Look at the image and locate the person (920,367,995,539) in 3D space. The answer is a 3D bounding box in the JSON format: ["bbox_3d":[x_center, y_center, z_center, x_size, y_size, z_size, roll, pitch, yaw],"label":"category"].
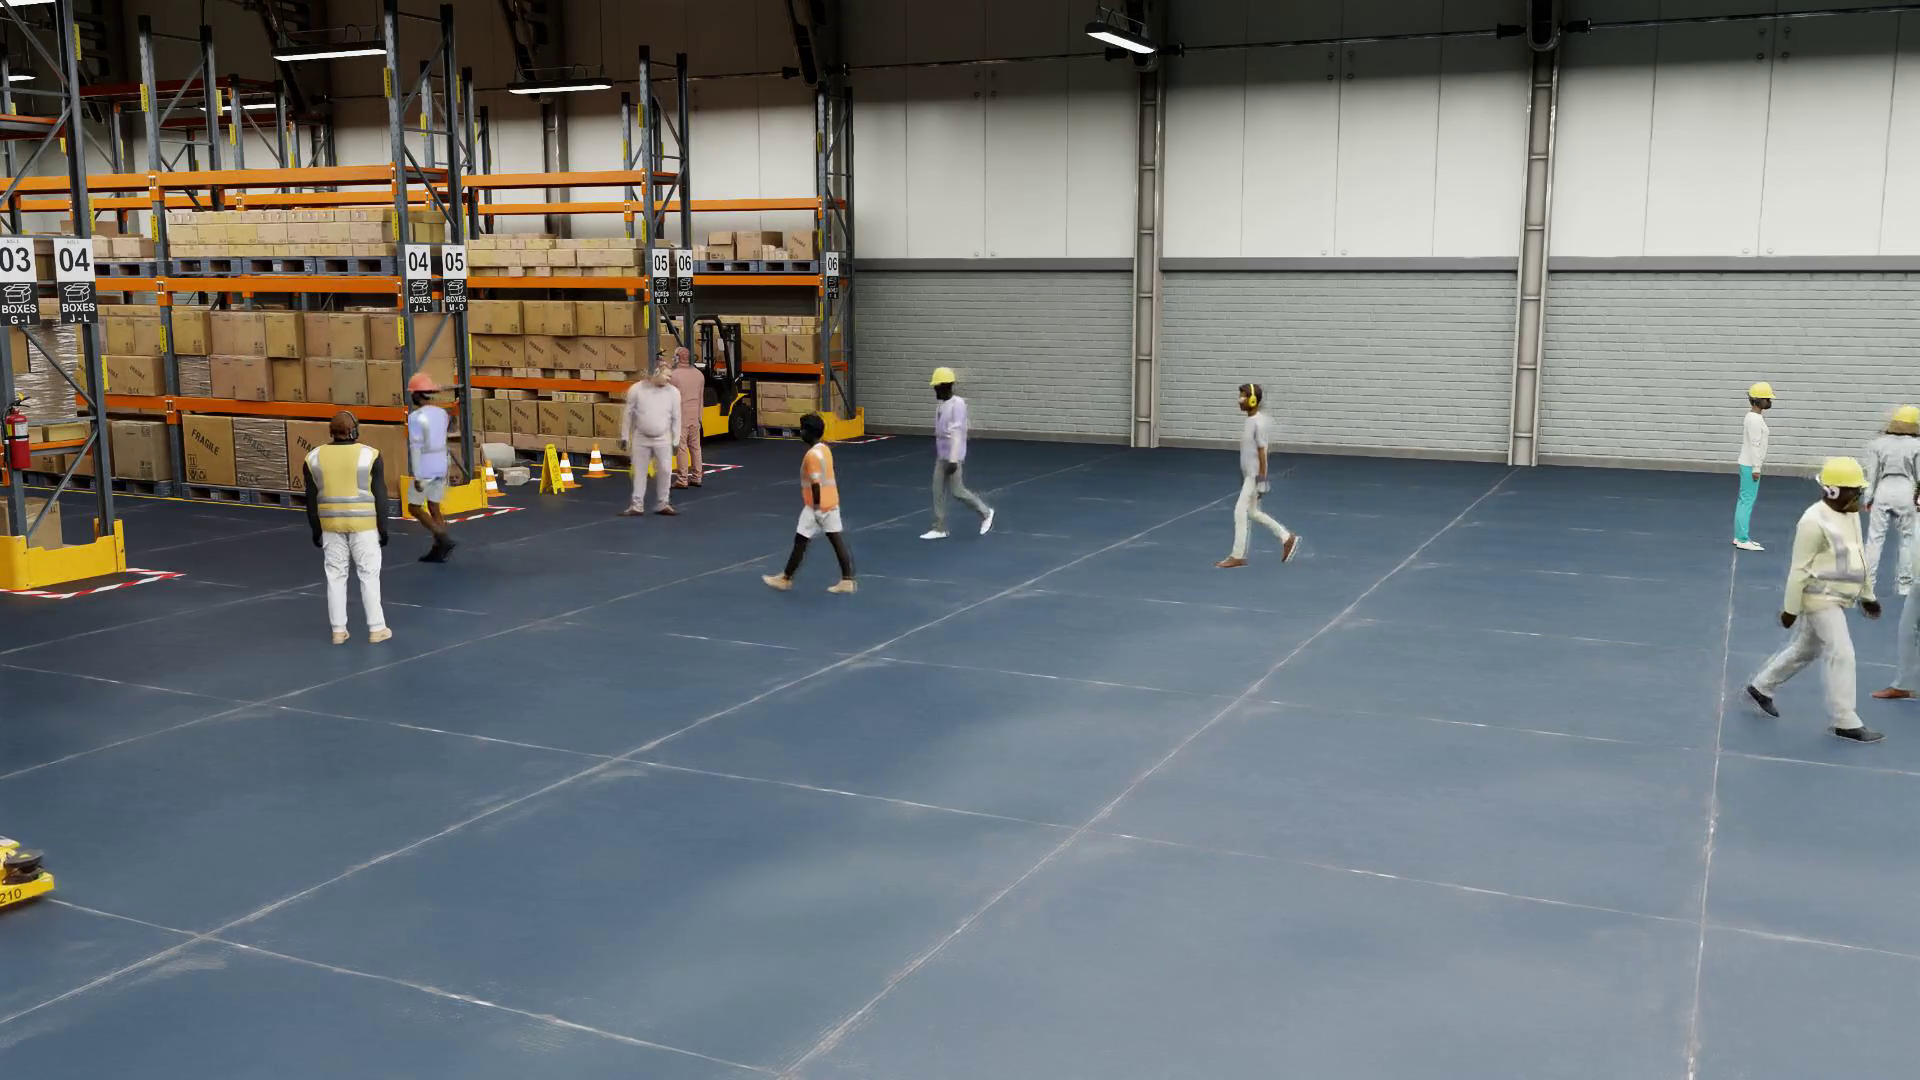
[{"bbox_3d":[-0.036,-0.951,18.185,0.769,1.898,0.593,-5,10,-27],"label":"person"}]

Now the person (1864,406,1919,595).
[{"bbox_3d":[8.451,-0.351,15.070,0.407,1.724,0.579,-8,12,-40],"label":"person"}]

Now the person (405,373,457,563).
[{"bbox_3d":[-5.273,-0.696,16.565,0.488,1.924,0.554,4,10,23],"label":"person"}]

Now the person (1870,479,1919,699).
[{"bbox_3d":[6.650,0.326,11.245,0.683,1.609,0.518,1,9,5],"label":"person"}]

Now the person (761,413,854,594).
[{"bbox_3d":[-1.366,-0.319,15.069,0.884,1.649,0.539,2,10,15],"label":"person"}]

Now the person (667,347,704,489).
[{"bbox_3d":[-3.725,-1.637,22.368,0.403,1.904,0.651,6,11,34],"label":"person"}]

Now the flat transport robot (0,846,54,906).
[{"bbox_3d":[-5.029,1.538,7.895,1.431,0.197,0.652,6,11,31],"label":"flat transport robot"}]

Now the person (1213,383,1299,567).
[{"bbox_3d":[2.950,-0.635,16.432,0.802,1.847,0.520,0,9,-2],"label":"person"}]

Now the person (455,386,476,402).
[{"bbox_3d":[-8.418,-2.659,28.215,0.538,2.000,0.682,6,11,32],"label":"person"}]

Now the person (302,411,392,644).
[{"bbox_3d":[-4.811,-0.097,13.118,0.624,1.845,0.430,-1,9,-4],"label":"person"}]

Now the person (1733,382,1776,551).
[{"bbox_3d":[8.364,-0.775,17.509,0.313,1.768,0.528,3,10,20],"label":"person"}]

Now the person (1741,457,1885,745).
[{"bbox_3d":[5.448,0.346,10.578,0.577,1.797,0.905,-9,13,-43],"label":"person"}]

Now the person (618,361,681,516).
[{"bbox_3d":[-3.707,-1.190,19.749,0.789,1.874,0.399,-2,9,-13],"label":"person"}]
